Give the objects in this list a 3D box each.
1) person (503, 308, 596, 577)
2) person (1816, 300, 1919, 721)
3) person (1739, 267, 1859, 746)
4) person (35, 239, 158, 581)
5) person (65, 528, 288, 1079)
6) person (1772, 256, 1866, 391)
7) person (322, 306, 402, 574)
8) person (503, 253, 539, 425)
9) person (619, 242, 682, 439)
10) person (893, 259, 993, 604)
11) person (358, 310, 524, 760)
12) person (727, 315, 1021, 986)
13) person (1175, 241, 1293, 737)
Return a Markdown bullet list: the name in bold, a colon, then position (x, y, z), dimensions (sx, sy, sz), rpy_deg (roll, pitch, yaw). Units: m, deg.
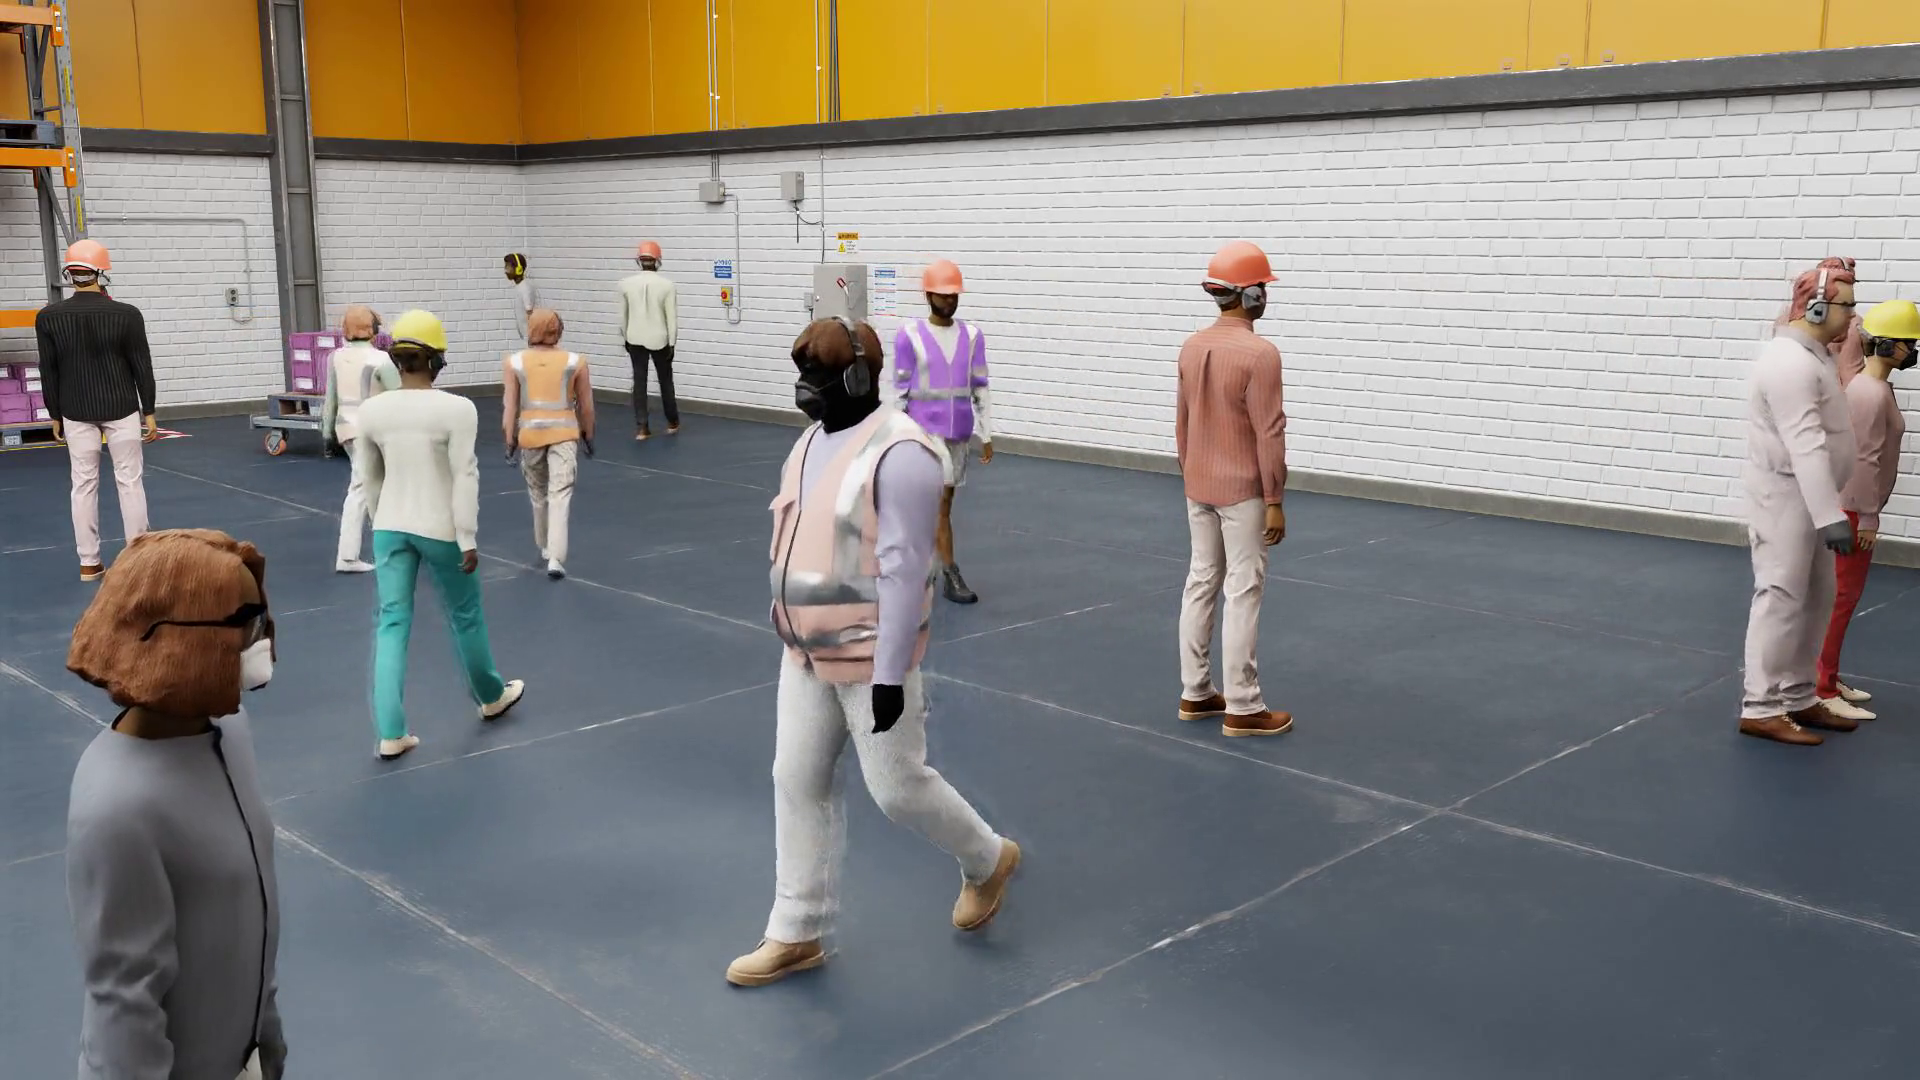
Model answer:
- **person**: position (-2.463, -0.592, 10.004), dimensions (0.534, 1.592, 0.881), rpy_deg (-1, 10, -6)
- **person**: position (3.826, -0.126, 7.016), dimensions (0.349, 1.759, 0.522), rpy_deg (5, 11, 25)
- **person**: position (3.362, -0.124, 6.612), dimensions (0.476, 1.898, 0.664), rpy_deg (7, 13, 34)
- **person**: position (-5.037, -0.751, 9.764), dimensions (0.611, 1.995, 0.375), rpy_deg (-2, 11, -12)
- **person**: position (-1.101, 0.784, 2.411), dimensions (0.288, 1.625, 0.497), rpy_deg (-1, 10, -7)
- **person**: position (5.107, -0.722, 9.876), dimensions (0.402, 1.903, 0.642), rpy_deg (-4, 11, -19)
- **person**: position (-3.564, -0.624, 10.161), dimensions (0.548, 1.581, 0.881), rpy_deg (6, 12, 29)
- **person**: position (-4.521, -2.126, 17.690), dimensions (0.582, 1.841, 0.580), rpy_deg (-4, 11, -19)
- **person**: position (-3.113, -2.016, 16.786), dimensions (0.617, 1.952, 0.880), rpy_deg (0, 10, 1)
- **person**: position (-0.117, -0.645, 9.468), dimensions (0.557, 1.899, 0.971), rpy_deg (-5, 11, -25)
- **person**: position (-2.108, -0.043, 6.651), dimensions (0.531, 1.722, 0.882), rpy_deg (2, 11, 10)
- **person**: position (-0.224, 0.292, 4.573), dimensions (0.832, 1.821, 0.617), rpy_deg (-8, 13, -37)
- **person**: position (1.112, -0.202, 6.767), dimensions (0.375, 1.997, 0.612), rpy_deg (-6, 12, -30)
